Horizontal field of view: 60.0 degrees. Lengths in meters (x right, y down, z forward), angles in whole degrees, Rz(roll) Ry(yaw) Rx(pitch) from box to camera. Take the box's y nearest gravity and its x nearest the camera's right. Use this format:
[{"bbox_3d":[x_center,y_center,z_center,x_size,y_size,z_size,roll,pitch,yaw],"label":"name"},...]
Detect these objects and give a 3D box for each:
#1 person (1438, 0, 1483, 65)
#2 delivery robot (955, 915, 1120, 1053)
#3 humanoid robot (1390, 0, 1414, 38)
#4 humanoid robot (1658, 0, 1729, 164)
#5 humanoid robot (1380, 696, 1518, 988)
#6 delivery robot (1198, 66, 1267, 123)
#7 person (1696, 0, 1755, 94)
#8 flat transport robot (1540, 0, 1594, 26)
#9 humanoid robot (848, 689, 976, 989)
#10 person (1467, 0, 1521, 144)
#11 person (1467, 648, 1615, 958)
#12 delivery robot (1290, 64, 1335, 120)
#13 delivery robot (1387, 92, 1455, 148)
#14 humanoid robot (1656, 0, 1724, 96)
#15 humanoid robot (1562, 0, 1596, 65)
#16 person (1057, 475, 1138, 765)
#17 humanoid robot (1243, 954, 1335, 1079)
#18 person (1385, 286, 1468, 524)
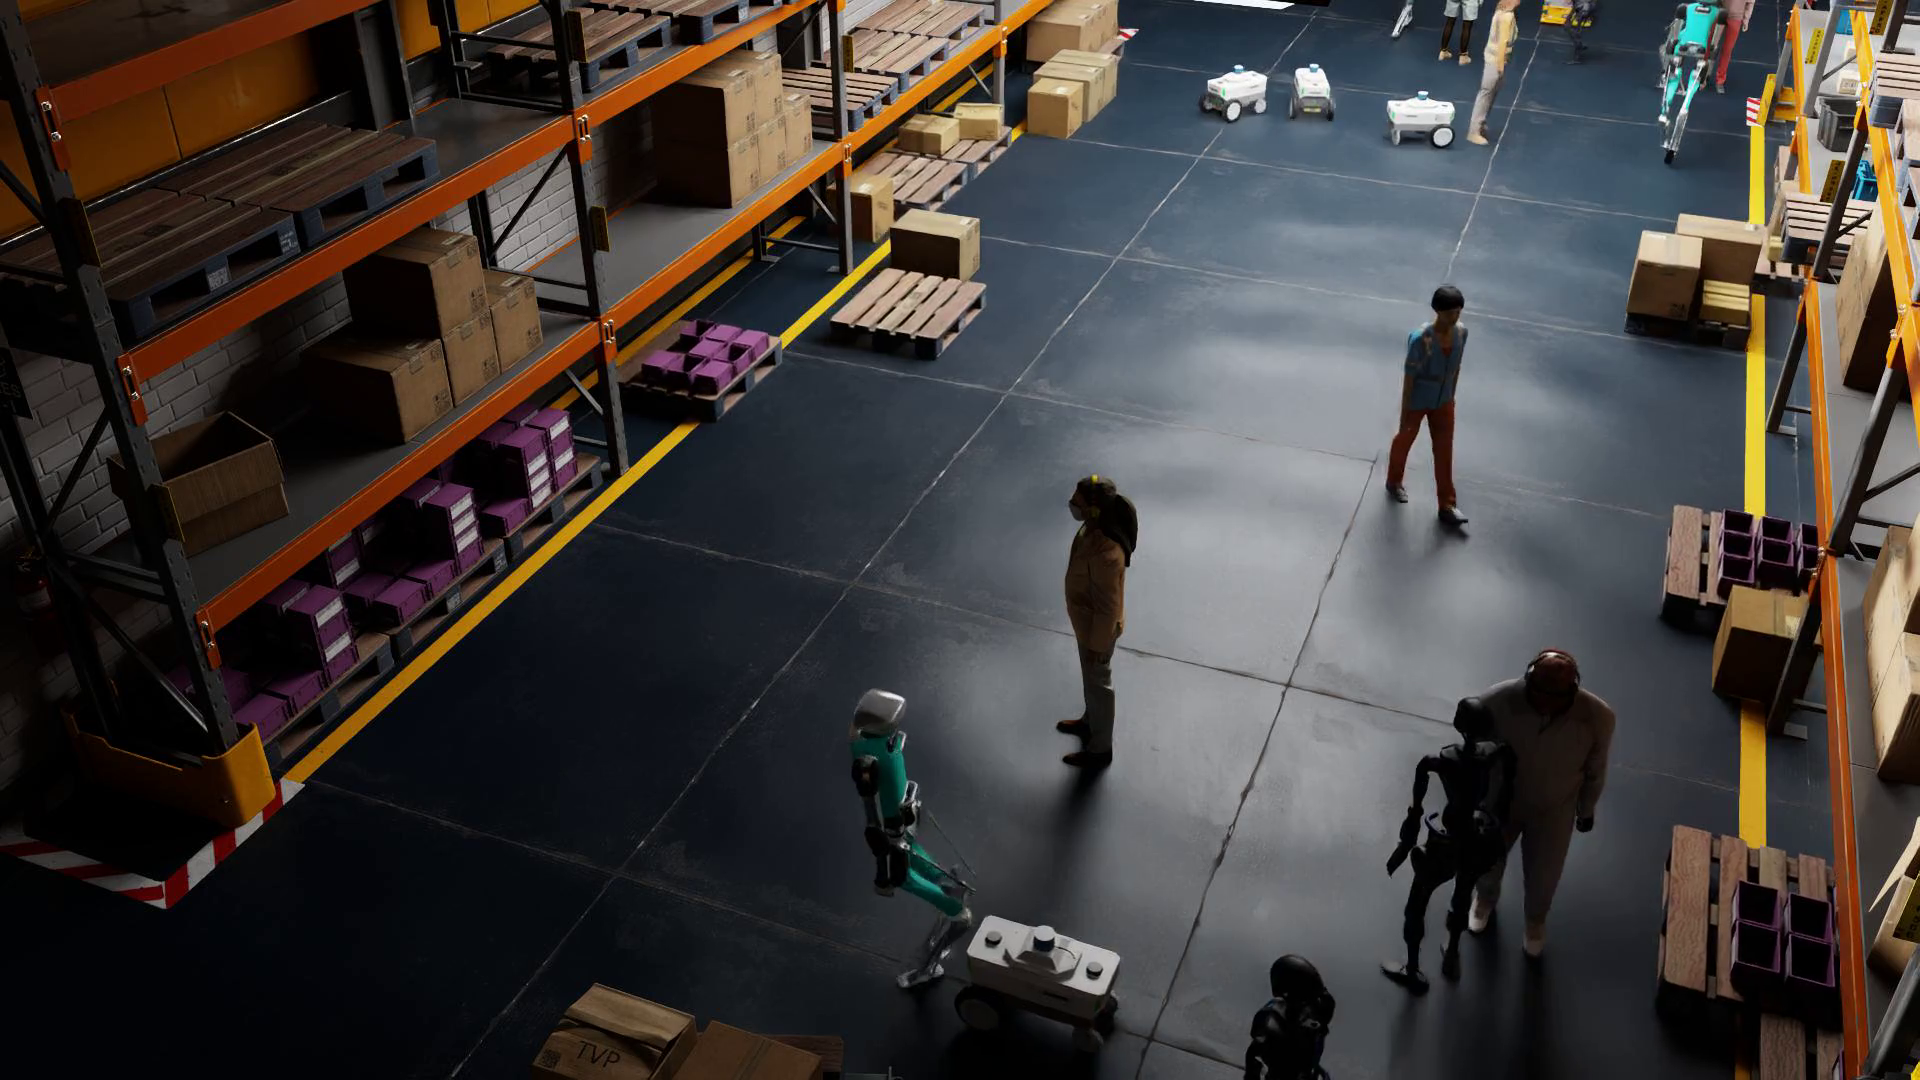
[{"bbox_3d":[6.330,-6.836,20.862,0.534,1.691,0.320,28,42,36],"label":"person"},{"bbox_3d":[0.395,2.111,8.055,0.788,0.587,0.499,13,35,19],"label":"delivery robot"},{"bbox_3d":[5.989,-7.522,21.917,0.553,1.756,1.042,17,37,25],"label":"humanoid robot"},{"bbox_3d":[7.835,-4.963,17.939,0.550,1.772,0.949,12,35,18],"label":"humanoid robot"},{"bbox_3d":[2.387,1.462,8.028,0.608,1.648,0.334,-8,34,-13],"label":"humanoid robot"},{"bbox_3d":[3.209,-5.217,19.418,0.816,0.612,0.499,-20,38,-27],"label":"delivery robot"},{"bbox_3d":[9.151,-6.220,19.838,0.524,1.768,0.324,11,34,17],"label":"person"},{"bbox_3d":[8.437,-7.411,23.060,0.659,0.231,1.431,11,34,16],"label":"flat transport robot"},{"bbox_3d":[-0.155,1.477,7.939,0.719,1.772,0.543,5,33,7],"label":"humanoid robot"},{"bbox_3d":[5.939,-5.296,18.435,0.378,1.742,0.568,5,33,8],"label":"person"},{"bbox_3d":[2.780,1.267,8.162,0.652,1.876,0.512,12,35,18],"label":"person"},{"bbox_3d":[4.111,-5.231,19.442,0.499,0.614,0.791,2,33,3],"label":"delivery robot"},{"bbox_3d":[5.173,-4.713,18.627,0.771,0.600,0.504,1,33,2],"label":"delivery robot"},{"bbox_3d":[8.689,-6.211,19.855,0.810,1.773,0.530,7,33,10],"label":"humanoid robot"},{"bbox_3d":[7.824,-6.780,20.789,0.353,1.651,0.612,2,33,2],"label":"humanoid robot"},{"bbox_3d":[0.776,0.454,9.411,0.390,1.875,0.566,-1,33,-1],"label":"person"},{"bbox_3d":[1.268,2.295,6.736,0.601,1.653,0.330,-27,42,-35],"label":"humanoid robot"},{"bbox_3d":[3.356,-0.934,11.692,0.518,1.729,0.867,-9,34,-14],"label":"person"}]
